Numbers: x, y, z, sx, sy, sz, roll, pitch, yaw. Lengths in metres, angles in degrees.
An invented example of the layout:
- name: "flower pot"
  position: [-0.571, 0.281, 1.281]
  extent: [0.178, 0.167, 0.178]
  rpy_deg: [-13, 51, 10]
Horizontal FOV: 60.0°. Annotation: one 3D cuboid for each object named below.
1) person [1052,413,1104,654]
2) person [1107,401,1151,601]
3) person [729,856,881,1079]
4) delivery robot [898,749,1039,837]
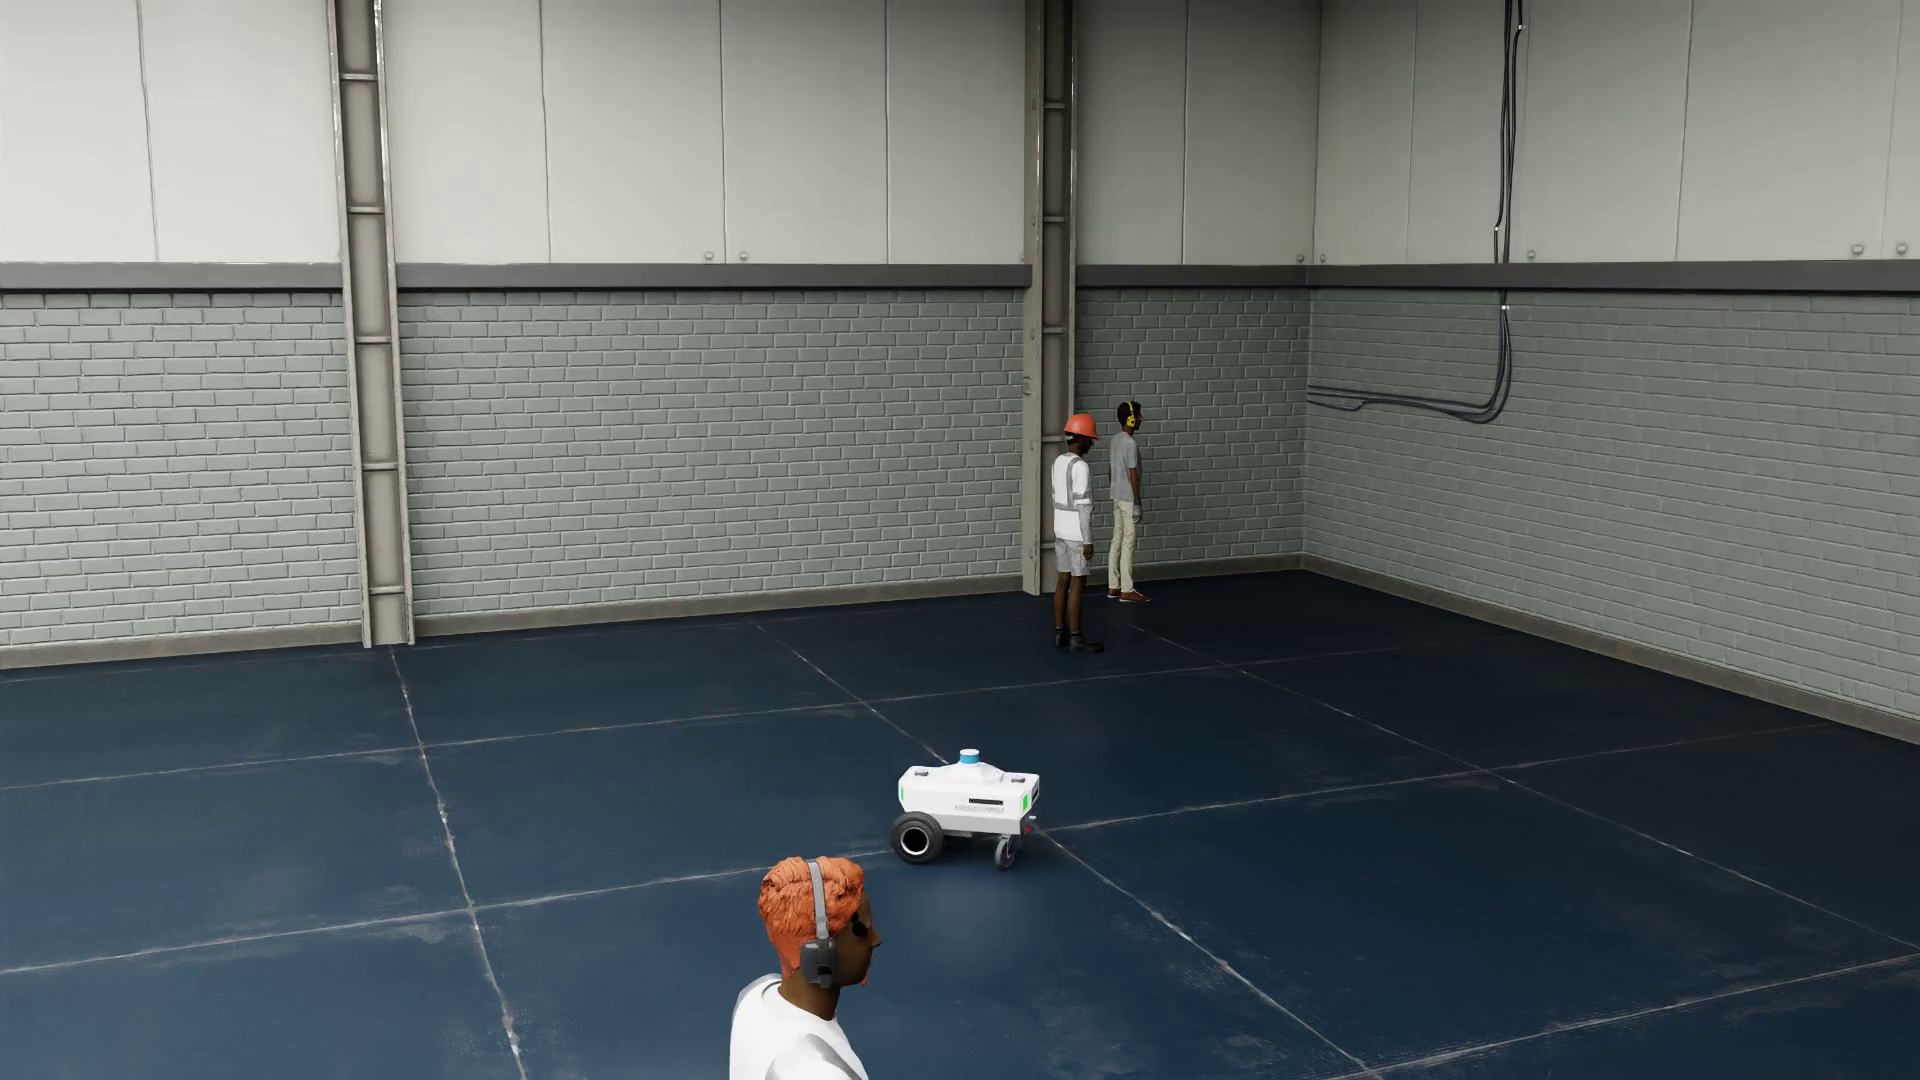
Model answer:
- name: "person"
  position: [0.944, -0.054, 13.401]
  extent: [0.366, 1.931, 0.542]
  rpy_deg: [-4, 10, -22]
- name: "person"
  position: [1.568, -0.361, 15.518]
  extent: [0.329, 1.872, 0.508]
  rpy_deg: [-4, 10, -22]
- name: "person"
  position: [-0.290, 1.560, 3.419]
  extent: [0.356, 1.883, 0.573]
  rpy_deg: [-4, 10, -22]
- name: "delivery robot"
  position: [0.051, 1.336, 8.683]
  extent: [0.707, 0.478, 0.477]
  rpy_deg: [2, 9, 12]
